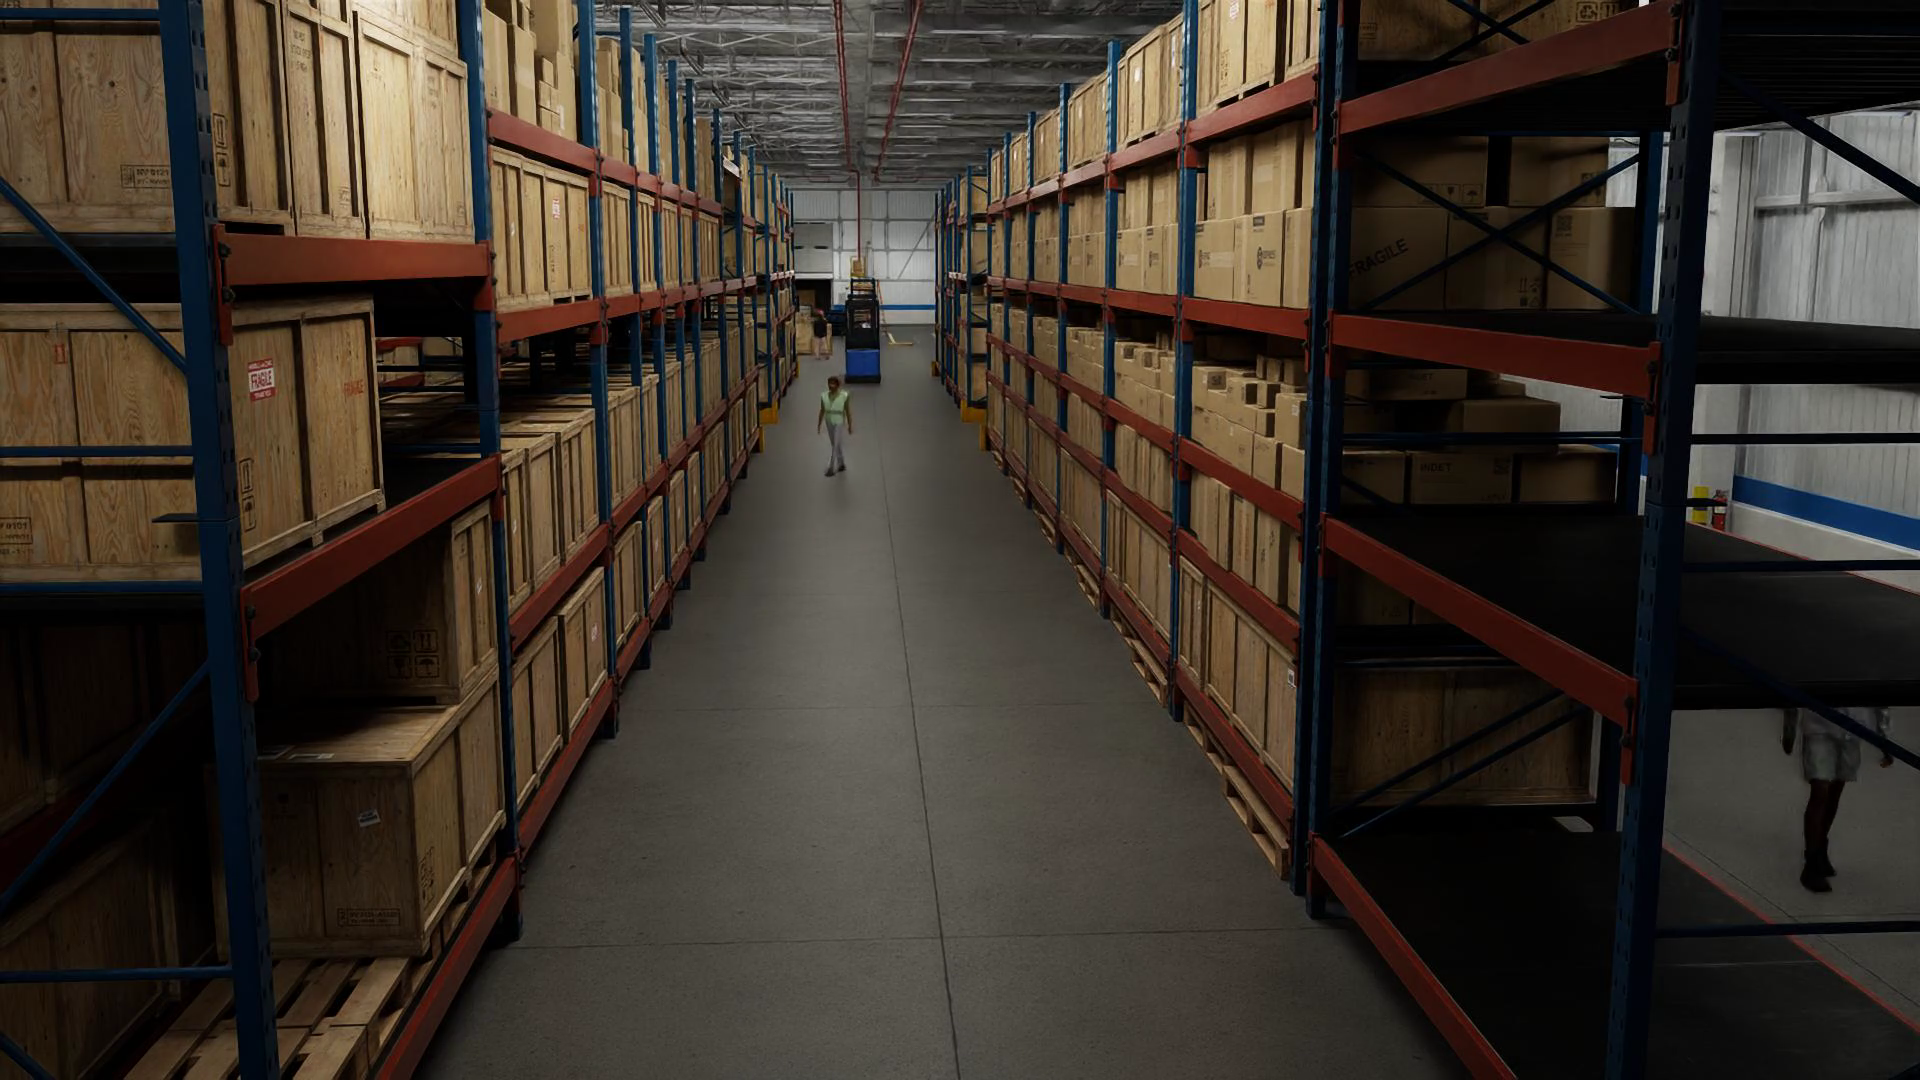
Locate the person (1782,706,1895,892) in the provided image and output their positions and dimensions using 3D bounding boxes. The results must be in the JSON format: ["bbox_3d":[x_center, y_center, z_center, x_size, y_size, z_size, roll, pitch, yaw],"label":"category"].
[{"bbox_3d":[5.411,1.201,10.201,0.557,1.904,0.792,0,10,2],"label":"person"}]

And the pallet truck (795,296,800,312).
[{"bbox_3d":[-8.622,-12.439,91.403,1.885,1.965,0.823,2,10,13],"label":"pallet truck"}]

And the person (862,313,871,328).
[{"bbox_3d":[-3.413,-7.531,62.263,0.375,1.939,0.546,7,12,35],"label":"person"}]

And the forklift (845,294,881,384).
[{"bbox_3d":[-3.073,-6.352,52.412,1.129,2.768,1.873,-1,10,-4],"label":"forklift"}]

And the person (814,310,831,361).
[{"bbox_3d":[-5.370,-7.955,64.761,0.647,1.942,0.990,4,10,22],"label":"person"}]

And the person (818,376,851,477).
[{"bbox_3d":[-2.257,-2.082,30.135,0.587,1.803,0.970,4,10,24],"label":"person"}]
